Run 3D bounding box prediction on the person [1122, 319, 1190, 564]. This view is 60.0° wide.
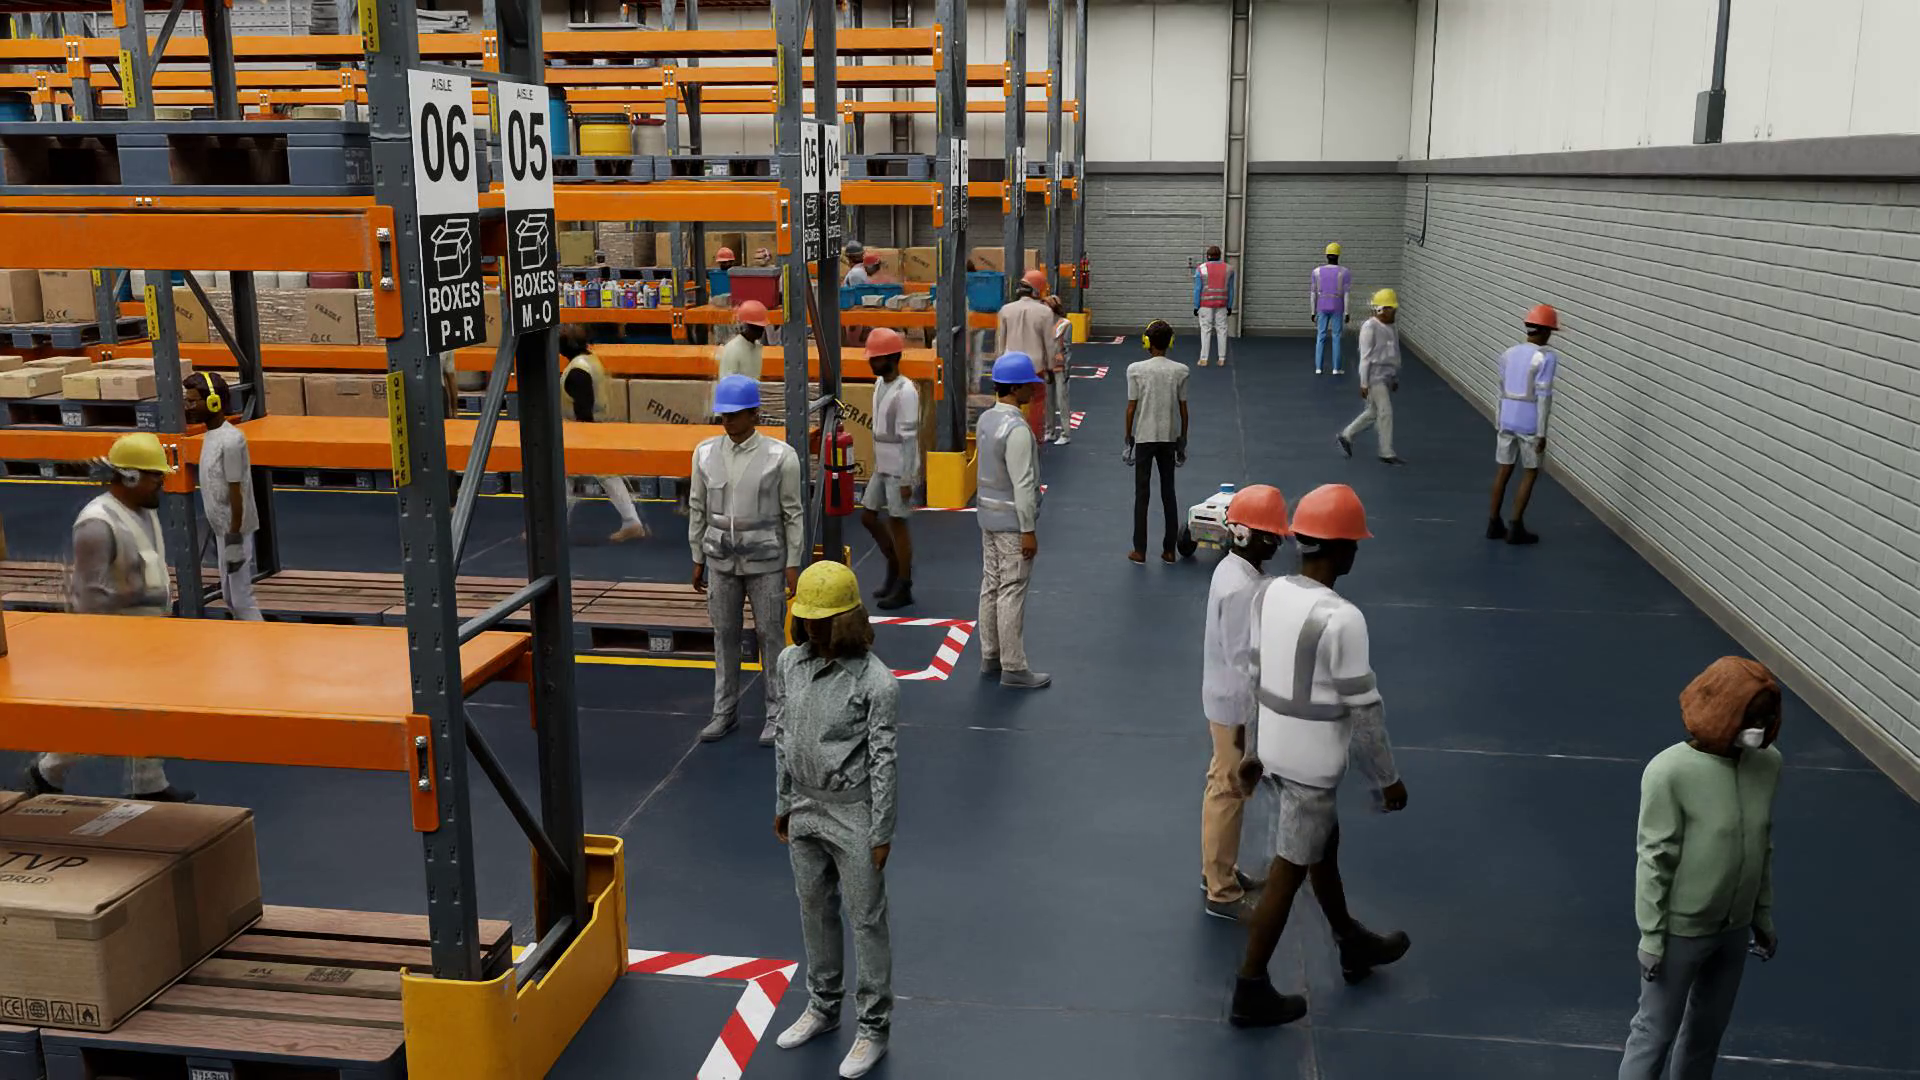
[{"bbox_3d":[1.486,-0.738,12.631,0.499,1.861,0.326,-2,13,-10],"label":"person"}]

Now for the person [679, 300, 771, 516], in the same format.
[{"bbox_3d":[-1.921,-1.071,14.009,1.042,1.923,0.651,5,14,23],"label":"person"}]

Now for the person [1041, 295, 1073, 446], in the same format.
[{"bbox_3d":[1.026,-1.860,18.208,0.320,1.631,0.525,-12,17,-43],"label":"person"}]

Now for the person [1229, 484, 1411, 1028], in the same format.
[{"bbox_3d":[1.320,0.750,5.812,0.899,1.903,0.548,-4,13,-17],"label":"person"}]

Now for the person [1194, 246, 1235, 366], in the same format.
[{"bbox_3d":[3.885,-3.593,25.558,0.625,1.838,0.430,-2,13,-7],"label":"person"}]

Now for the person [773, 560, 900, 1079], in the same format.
[{"bbox_3d":[-0.421,0.908,5.477,0.482,1.737,0.331,9,15,35],"label":"person"}]

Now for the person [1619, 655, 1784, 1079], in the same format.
[{"bbox_3d":[2.133,1.115,4.768,0.498,1.633,0.284,-5,14,-23],"label":"person"}]

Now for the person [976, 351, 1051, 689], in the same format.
[{"bbox_3d":[0.288,-0.114,9.598,0.384,1.949,0.603,-5,13,-21],"label":"person"}]

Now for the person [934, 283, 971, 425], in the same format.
[{"bbox_3d":[-0.101,-2.110,18.721,0.429,1.899,0.585,1,13,5],"label":"person"}]

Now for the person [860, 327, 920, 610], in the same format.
[{"bbox_3d":[-0.478,-0.487,11.333,0.412,1.923,0.594,-6,14,-25],"label":"person"}]

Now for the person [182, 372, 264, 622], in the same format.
[{"bbox_3d":[-4.147,-0.028,9.424,0.325,1.860,0.502,-9,16,-36],"label":"person"}]

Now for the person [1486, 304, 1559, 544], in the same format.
[{"bbox_3d":[4.539,-0.931,13.368,0.459,1.916,0.573,-7,14,-29],"label":"person"}]

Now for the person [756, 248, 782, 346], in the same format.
[{"bbox_3d":[-2.732,-3.151,23.433,0.397,1.899,0.647,-11,16,-40],"label":"person"}]

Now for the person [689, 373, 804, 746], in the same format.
[{"bbox_3d":[-1.113,0.106,8.604,0.617,1.945,0.397,3,13,14],"label":"person"}]

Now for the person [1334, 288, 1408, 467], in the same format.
[{"bbox_3d":[4.228,-1.672,16.981,0.830,1.806,0.598,10,16,38],"label":"person"}]

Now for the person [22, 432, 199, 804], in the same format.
[{"bbox_3d":[-3.892,0.406,7.597,0.677,1.797,0.616,-1,13,-4],"label":"person"}]

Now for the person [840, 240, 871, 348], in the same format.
[{"bbox_3d":[-1.446,-3.082,22.785,0.536,2.000,0.688,2,13,11],"label":"person"}]

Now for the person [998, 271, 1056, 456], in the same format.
[{"bbox_3d":[0.705,-1.801,17.236,0.626,1.948,0.648,4,13,19],"label":"person"}]

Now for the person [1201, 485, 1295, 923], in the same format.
[{"bbox_3d":[1.140,0.639,6.653,0.339,1.747,0.563,2,13,8],"label":"person"}]

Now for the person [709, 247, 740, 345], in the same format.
[{"bbox_3d":[-3.175,-3.015,22.708,0.544,1.943,0.347,3,13,14],"label":"person"}]

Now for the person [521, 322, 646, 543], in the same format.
[{"bbox_3d":[-3.002,-0.838,13.255,0.979,1.796,0.617,0,12,1],"label":"person"}]

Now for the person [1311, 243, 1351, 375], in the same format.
[{"bbox_3d":[5.434,-3.381,24.393,0.585,1.928,0.369,6,14,25],"label":"person"}]

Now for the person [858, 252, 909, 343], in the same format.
[{"bbox_3d":[-1.031,-2.828,21.946,1.099,1.899,0.623,9,16,36],"label":"person"}]
